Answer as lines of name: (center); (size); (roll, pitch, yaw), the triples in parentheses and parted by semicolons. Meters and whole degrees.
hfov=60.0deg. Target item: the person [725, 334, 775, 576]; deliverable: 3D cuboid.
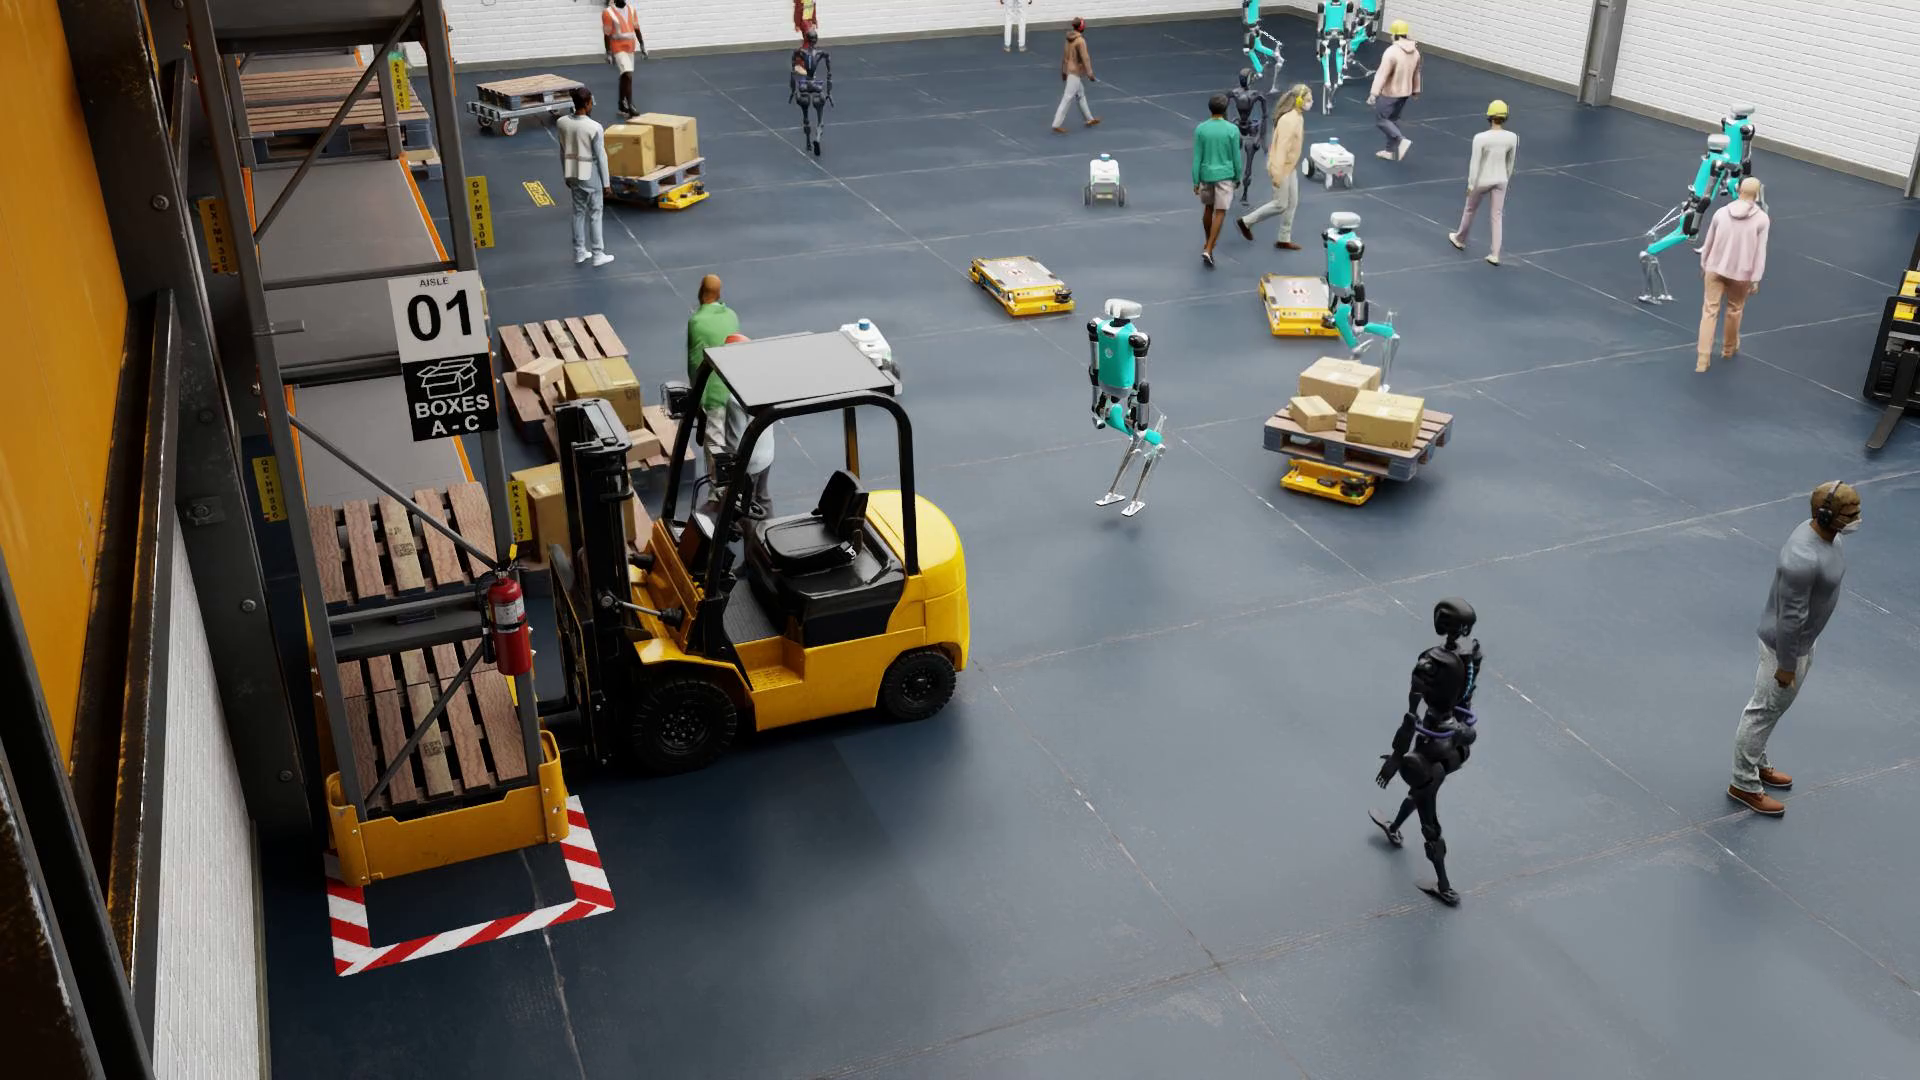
person: (-1.472, -0.589, 11.521); (0.345, 1.740, 0.572); (8, 28, 16)

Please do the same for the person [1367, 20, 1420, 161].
person: (5.795, -5.921, 22.014); (0.846, 1.841, 0.585); (-18, 32, -32)

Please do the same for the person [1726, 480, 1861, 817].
person: (4.517, 0.561, 9.015); (0.376, 1.940, 0.627); (18, 32, 31)

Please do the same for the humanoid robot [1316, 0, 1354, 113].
humanoid robot: (5.556, -7.181, 24.763); (0.550, 1.911, 0.724); (3, 27, 6)

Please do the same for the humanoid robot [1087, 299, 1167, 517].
humanoid robot: (1.297, -1.013, 12.218); (0.735, 1.677, 0.533); (-23, 35, -38)

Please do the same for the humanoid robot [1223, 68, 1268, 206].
humanoid robot: (3.456, -4.906, 20.193); (0.610, 1.646, 0.346); (11, 29, 21)

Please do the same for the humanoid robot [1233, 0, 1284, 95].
humanoid robot: (4.719, -7.663, 25.645); (1.006, 1.773, 0.530); (13, 30, 25)

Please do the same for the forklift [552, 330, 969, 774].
forklift: (-1.094, 0.010, 9.831); (2.313, 2.155, 1.214); (-10, 28, -20)

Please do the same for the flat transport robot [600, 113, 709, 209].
flat transport robot: (-3.894, -4.333, 20.605); (1.431, 0.231, 0.659); (12, 29, 22)

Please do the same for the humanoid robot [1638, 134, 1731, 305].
humanoid robot: (7.178, -3.219, 16.738); (0.817, 1.743, 0.543); (7, 28, 14)

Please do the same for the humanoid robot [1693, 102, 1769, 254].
humanoid robot: (8.594, -3.879, 18.085); (0.976, 1.736, 0.529); (-2, 27, -5)

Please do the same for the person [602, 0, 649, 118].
person: (-4.852, -7.188, 24.419); (0.795, 1.934, 0.631); (17, 31, 30)

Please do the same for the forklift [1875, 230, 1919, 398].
forklift: (9.029, -2.397, 14.618); (1.214, 2.155, 2.313); (18, 32, 32)

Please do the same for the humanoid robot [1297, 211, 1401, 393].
humanoid robot: (3.495, -1.986, 14.371); (1.008, 1.766, 0.549); (-9, 28, -17)

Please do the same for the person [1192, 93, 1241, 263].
person: (2.779, -3.945, 18.116); (0.501, 1.816, 0.864); (12, 29, 22)

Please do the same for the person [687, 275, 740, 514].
person: (-1.880, -1.088, 12.514); (0.389, 1.755, 0.705); (13, 29, 24)

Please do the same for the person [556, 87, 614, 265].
person: (-4.039, -3.908, 17.944); (0.596, 1.906, 0.408); (12, 29, 23)

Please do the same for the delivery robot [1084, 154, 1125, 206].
delivery robot: (1.781, -4.441, 20.499); (0.499, 0.592, 0.771); (1, 27, 3)

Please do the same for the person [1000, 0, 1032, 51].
person: (0.991, -9.553, 29.194); (0.593, 1.878, 0.355); (-2, 27, -3)

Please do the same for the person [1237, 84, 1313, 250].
person: (3.521, -4.137, 18.461); (0.662, 1.845, 0.587); (11, 29, 21)

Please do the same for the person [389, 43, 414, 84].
person: (-8.215, -7.002, 24.206); (0.780, 1.796, 0.534); (-4, 27, -8)

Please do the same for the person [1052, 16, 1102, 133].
person: (1.673, -6.625, 23.675); (0.879, 1.602, 0.459); (-10, 28, -19)

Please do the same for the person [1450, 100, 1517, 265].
person: (5.773, -3.940, 18.212); (0.550, 1.719, 0.897); (-4, 27, -8)

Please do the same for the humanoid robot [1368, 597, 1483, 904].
humanoid robot: (2.345, 1.011, 8.440); (0.585, 1.634, 0.724); (-20, 33, -35)

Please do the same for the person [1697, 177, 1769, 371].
person: (7.065, -2.467, 15.242); (0.557, 1.751, 0.801); (14, 30, 25)

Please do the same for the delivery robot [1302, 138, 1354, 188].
delivery robot: (4.757, -4.851, 21.328); (0.499, 0.603, 0.807); (-5, 27, -10)

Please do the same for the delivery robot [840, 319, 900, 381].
delivery robot: (-0.849, -1.675, 15.021); (0.499, 0.613, 0.789); (-7, 28, -13)

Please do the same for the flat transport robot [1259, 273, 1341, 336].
flat transport robot: (3.401, -2.367, 16.696); (0.659, 0.231, 1.431); (2, 27, 3)

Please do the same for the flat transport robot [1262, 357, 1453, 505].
flat transport robot: (3.167, -0.670, 13.319); (0.659, 0.231, 1.431); (16, 31, 29)

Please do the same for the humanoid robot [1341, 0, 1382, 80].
humanoid robot: (6.350, -8.148, 26.571); (1.003, 1.739, 0.536); (-12, 29, -23)

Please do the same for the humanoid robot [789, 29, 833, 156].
humanoid robot: (-2.029, -6.046, 22.475); (0.608, 1.638, 0.669); (0, 27, 0)

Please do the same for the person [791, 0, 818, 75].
person: (-2.530, -8.473, 27.196); (0.428, 1.753, 0.474); (7, 28, 14)

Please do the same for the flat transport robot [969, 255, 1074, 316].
flat transport robot: (0.624, -2.656, 17.270); (0.659, 0.231, 1.431); (-8, 28, -16)
